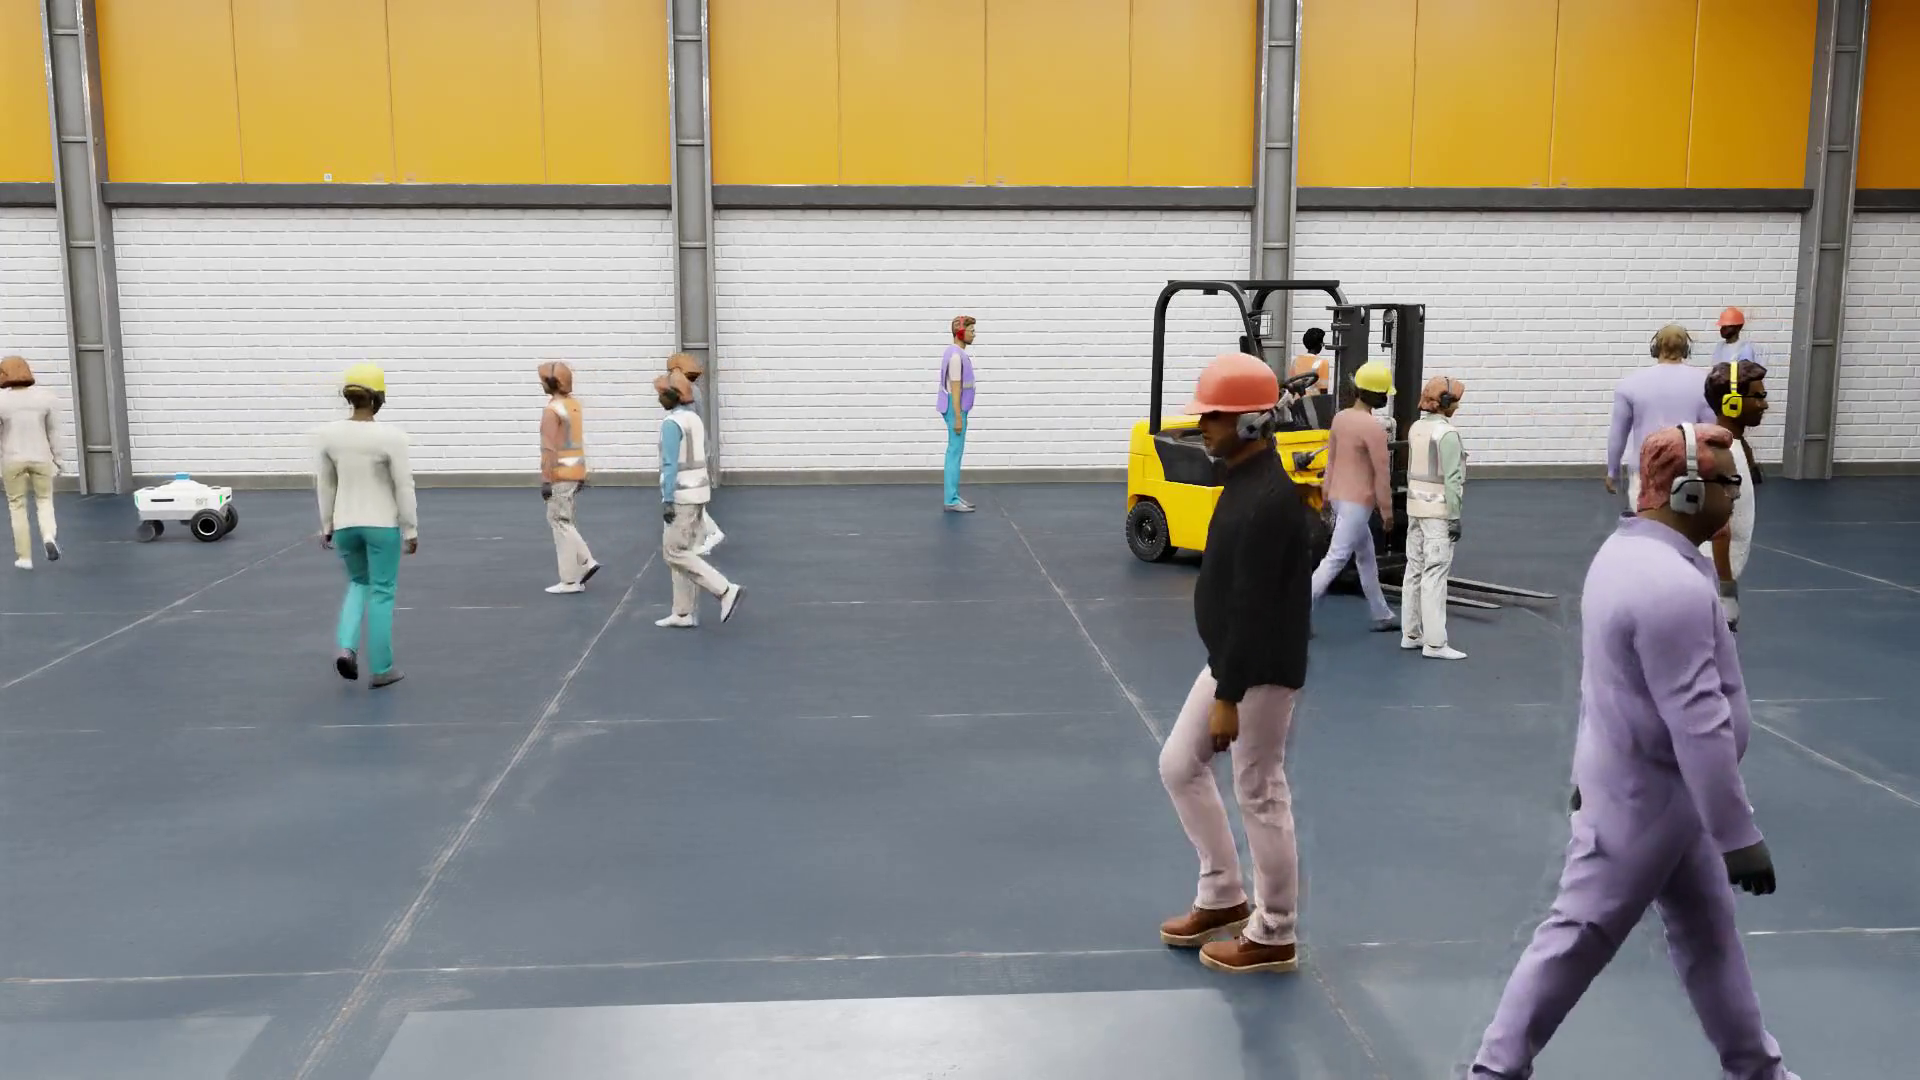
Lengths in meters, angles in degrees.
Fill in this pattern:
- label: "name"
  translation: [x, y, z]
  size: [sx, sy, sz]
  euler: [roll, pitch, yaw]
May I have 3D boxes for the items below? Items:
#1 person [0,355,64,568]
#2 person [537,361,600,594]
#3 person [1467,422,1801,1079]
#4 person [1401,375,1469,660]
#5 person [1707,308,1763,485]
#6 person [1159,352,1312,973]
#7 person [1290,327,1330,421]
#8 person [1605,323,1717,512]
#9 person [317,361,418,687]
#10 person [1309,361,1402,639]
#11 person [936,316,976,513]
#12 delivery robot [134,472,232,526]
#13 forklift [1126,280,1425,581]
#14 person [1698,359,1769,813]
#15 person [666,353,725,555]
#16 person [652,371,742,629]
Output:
- label: "person"
  translation: [-7.016, -0.580, 12.497]
  size: [0.528, 1.620, 0.418]
  euler: [-8, 12, -40]
- label: "person"
  translation: [-2.773, -0.429, 11.550]
  size: [0.368, 1.624, 0.542]
  euler: [1, 9, 8]
- label: "person"
  translation: [1.773, 0.638, 4.147]
  size: [1.007, 1.854, 0.645]
  euler: [3, 10, 18]
- label: "person"
  translation: [2.747, -0.132, 9.645]
  size: [0.309, 1.640, 0.513]
  euler: [-2, 9, -13]
- label: "person"
  translation: [7.963, -1.456, 17.214]
  size: [1.014, 1.890, 0.550]
  euler: [-1, 9, -4]
- label: "person"
  translation: [0.829, 0.405, 5.208]
  size: [0.586, 1.972, 0.660]
  euler: [0, 9, 2]
- label: "person"
  translation: [3.538, -1.301, 16.825]
  size: [0.317, 1.693, 0.535]
  euler: [-5, 10, -28]
- label: "person"
  translation: [4.452, -0.416, 10.608]
  size: [0.635, 1.905, 0.862]
  euler: [2, 9, 10]
- label: "person"
  translation: [-3.155, -0.079, 8.919]
  size: [0.544, 1.754, 0.358]
  euler: [2, 9, 11]
- label: "person"
  translation: [2.381, -0.230, 10.073]
  size: [0.933, 1.703, 0.531]
  euler: [-3, 9, -17]
- label: "person"
  translation: [-0.037, -1.177, 15.588]
  size: [0.378, 1.837, 0.562]
  euler: [0, 9, 2]
- label: "delivery robot"
  translation: [-6.504, -0.325, 13.931]
  size: [0.707, 0.478, 0.477]
  euler: [-1, 9, -11]
- label: "forklift"
  translation: [2.301, -0.860, 12.475]
  size: [1.214, 2.155, 2.313]
  euler: [-6, 11, -35]
- label: "person"
  translation: [3.148, 0.190, 6.899]
  size: [0.328, 1.874, 0.517]
  euler: [3, 9, 16]
- label: "person"
  translation: [-2.114, -0.658, 13.070]
  size: [0.367, 1.612, 0.505]
  euler: [0, 9, -2]
- label: "person"
  translation: [-1.643, -0.236, 10.337]
  size: [0.544, 1.620, 0.555]
  euler: [2, 9, 10]
